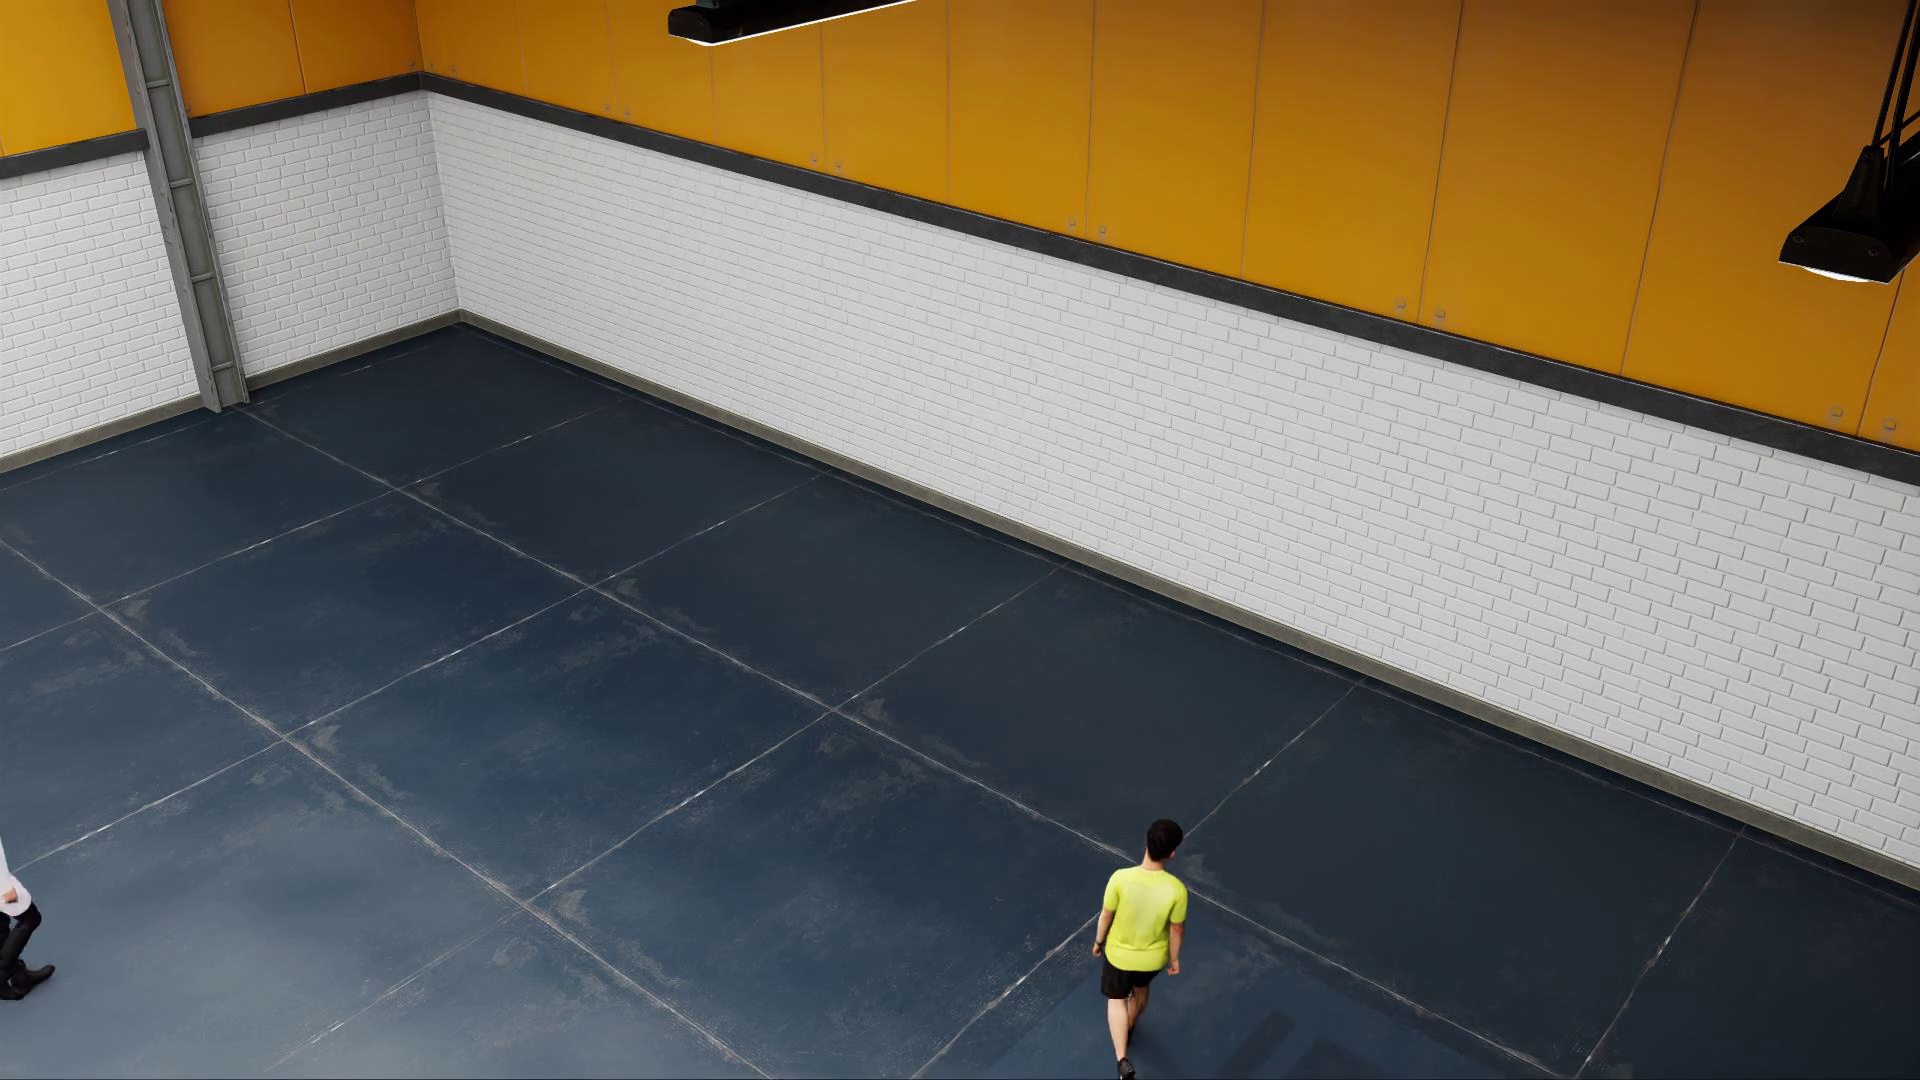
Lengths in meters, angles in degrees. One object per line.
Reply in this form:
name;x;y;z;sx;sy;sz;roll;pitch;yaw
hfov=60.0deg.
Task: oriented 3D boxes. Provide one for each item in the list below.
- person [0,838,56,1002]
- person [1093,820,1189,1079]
person;-5.893;2.074;9.921;0.682;1.801;0.739;17;33;28
person;1.019;2.388;9.484;1.000;1.667;1.105;0;29;0
